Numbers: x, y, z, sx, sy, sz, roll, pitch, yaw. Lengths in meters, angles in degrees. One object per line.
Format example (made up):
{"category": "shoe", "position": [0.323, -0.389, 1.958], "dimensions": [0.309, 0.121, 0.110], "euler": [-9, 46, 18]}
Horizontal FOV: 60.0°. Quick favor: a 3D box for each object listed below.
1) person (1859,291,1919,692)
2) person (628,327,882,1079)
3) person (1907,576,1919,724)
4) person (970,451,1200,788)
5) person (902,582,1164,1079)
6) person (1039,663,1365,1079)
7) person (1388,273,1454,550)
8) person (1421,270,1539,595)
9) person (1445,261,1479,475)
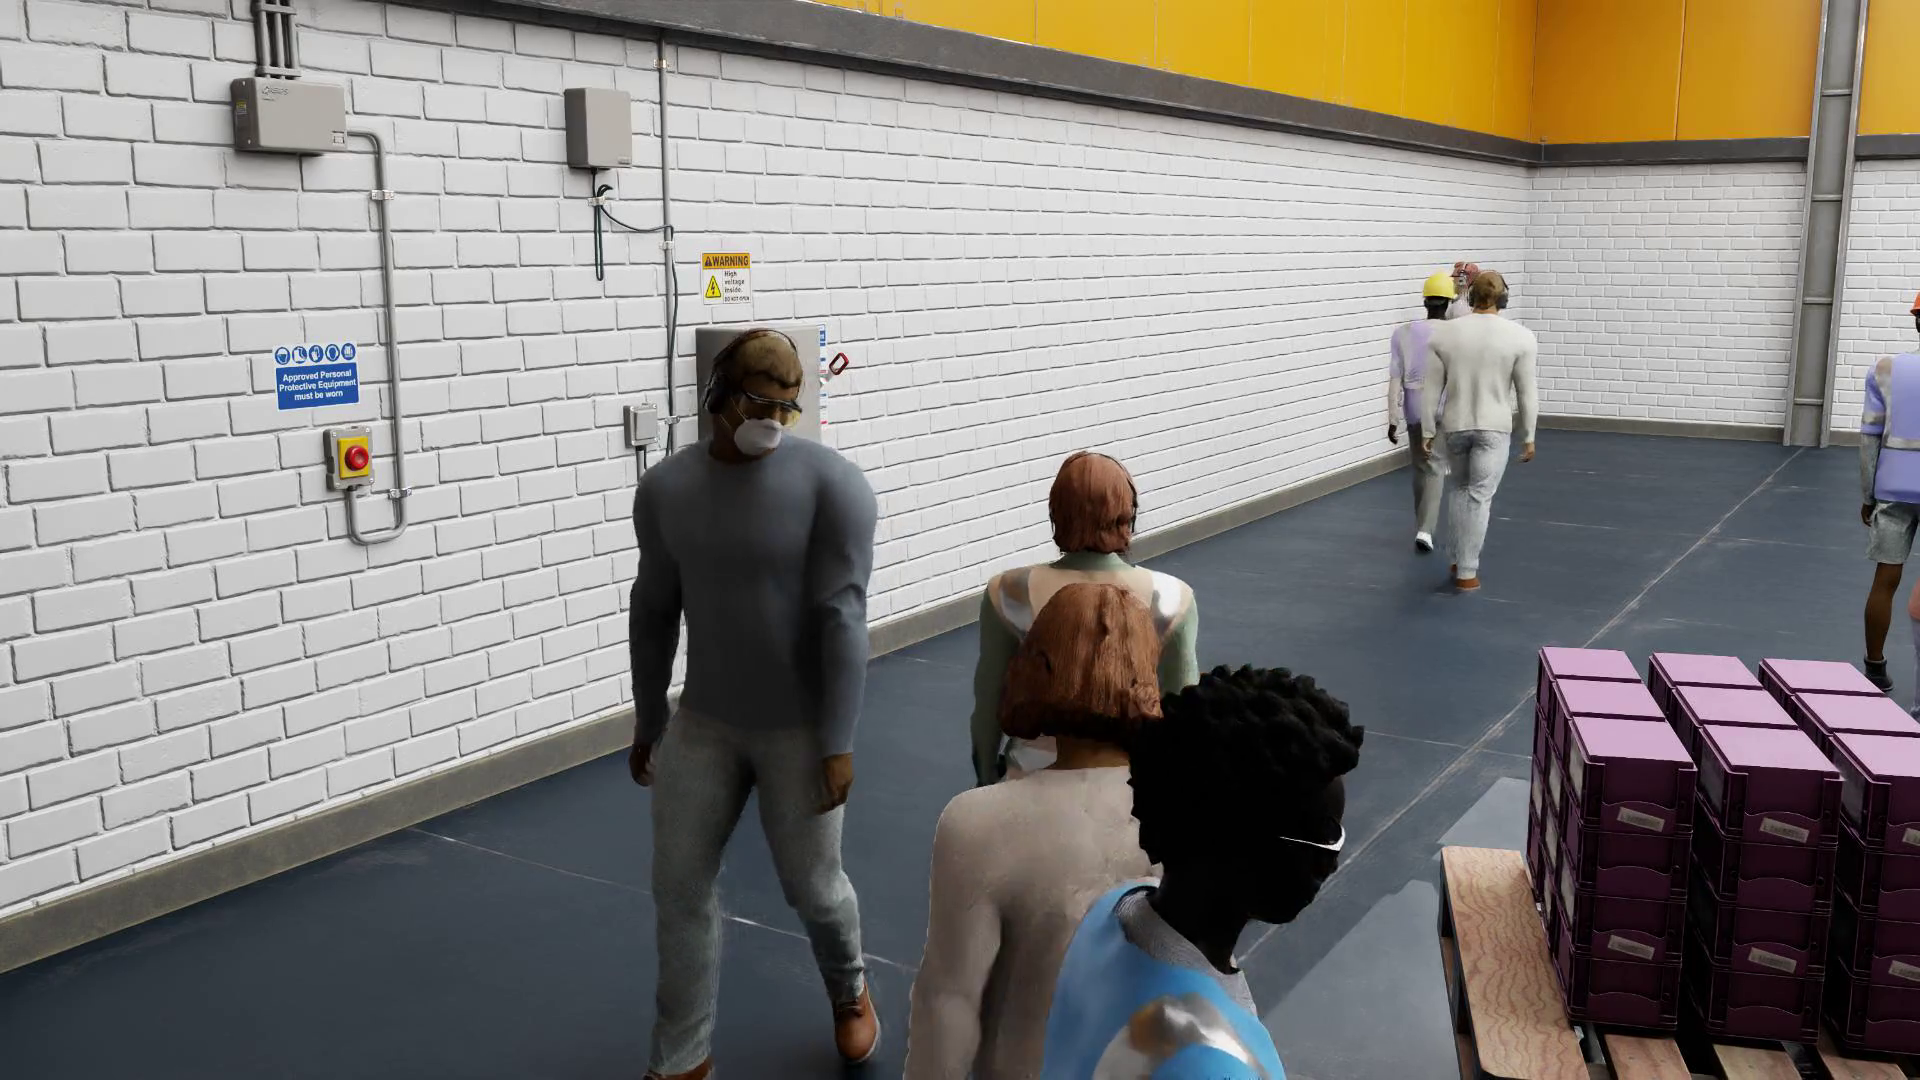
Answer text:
{"category": "person", "position": [4.369, -0.209, 7.541], "dimensions": [0.375, 1.928, 0.542], "euler": [-9, 14, -41]}
{"category": "person", "position": [-0.509, 0.437, 4.006], "dimensions": [0.675, 1.906, 0.654], "euler": [4, 11, 22]}
{"category": "person", "position": [3.226, 0.269, 5.338], "dimensions": [0.326, 1.767, 0.533], "euler": [6, 12, 31]}
{"category": "person", "position": [0.284, 0.598, 3.935], "dimensions": [0.518, 1.620, 0.586], "euler": [0, 10, -1]}
{"category": "person", "position": [0.179, 0.875, 2.439], "dimensions": [0.527, 1.612, 0.430], "euler": [-4, 11, -23]}
{"category": "person", "position": [0.267, 0.943, 1.841], "dimensions": [0.707, 1.654, 0.556], "euler": [-1, 10, -8]}
{"category": "person", "position": [3.251, -0.885, 11.443], "dimensions": [0.603, 1.882, 1.005], "euler": [5, 11, 24]}
{"category": "person", "position": [3.143, -0.650, 9.990], "dimensions": [0.655, 1.915, 0.717], "euler": [7, 12, 33]}
{"category": "person", "position": [4.492, -1.537, 14.952], "dimensions": [0.407, 1.910, 0.638], "euler": [6, 12, 30]}
